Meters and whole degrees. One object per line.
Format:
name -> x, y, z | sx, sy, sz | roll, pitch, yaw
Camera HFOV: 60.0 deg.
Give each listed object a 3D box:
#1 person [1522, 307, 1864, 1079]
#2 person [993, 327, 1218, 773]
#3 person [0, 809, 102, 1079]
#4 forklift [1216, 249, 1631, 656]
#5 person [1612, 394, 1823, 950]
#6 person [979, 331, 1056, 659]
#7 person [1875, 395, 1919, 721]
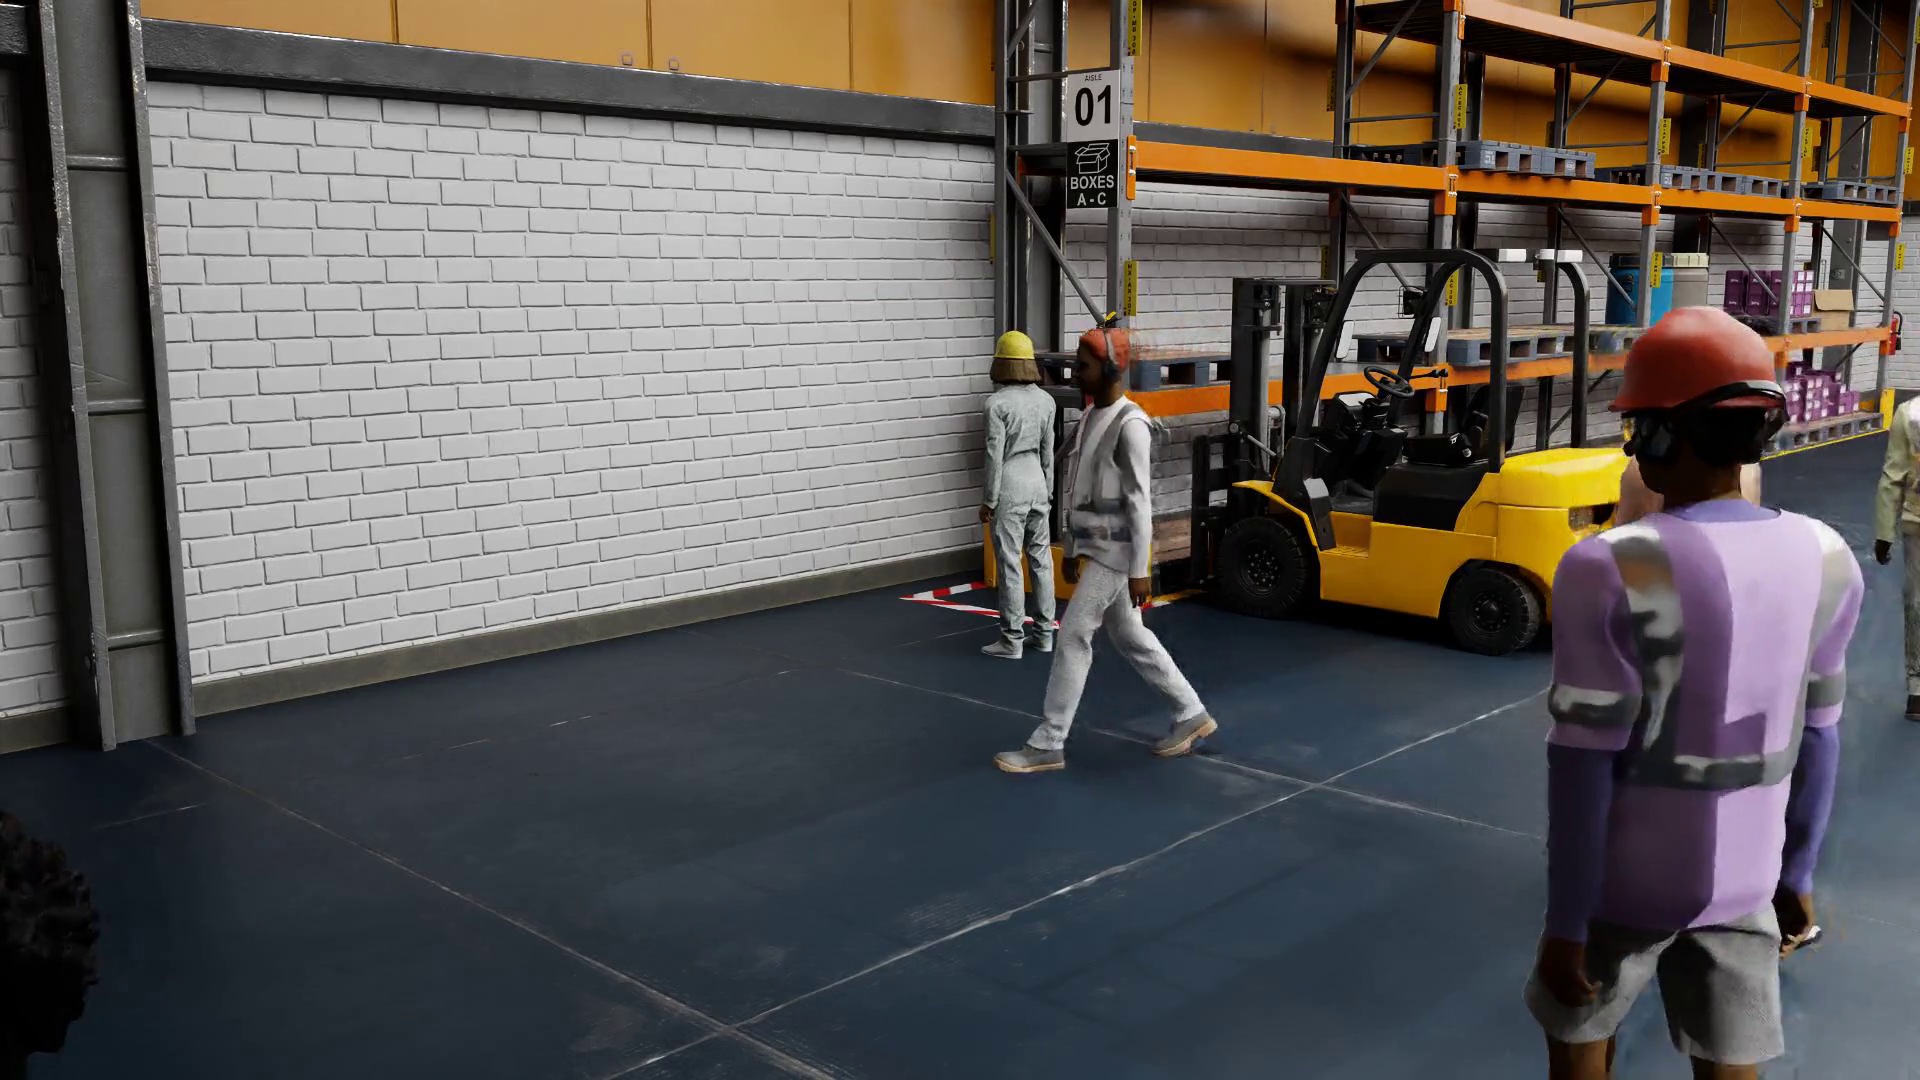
person -> 1.322, 0.597, 2.954 | 0.619, 2.014, 0.930 | -2, 10, -15
person -> 0.648, 0.039, 6.900 | 0.976, 1.843, 0.591 | -2, 9, -11
person -> -0.763, 1.005, 1.457 | 0.531, 1.673, 0.783 | 7, 12, 38
forklift -> 2.710, -0.584, 9.626 | 2.313, 2.155, 1.214 | 9, 13, 43
person -> 2.324, 0.303, 5.167 | 0.597, 1.872, 0.977 | -7, 11, -36
person -> 0.296, -0.241, 8.901 | 0.492, 1.742, 0.324 | -8, 12, -40
person -> 4.489, -0.052, 7.535 | 0.627, 1.810, 0.433 | 5, 10, 27
